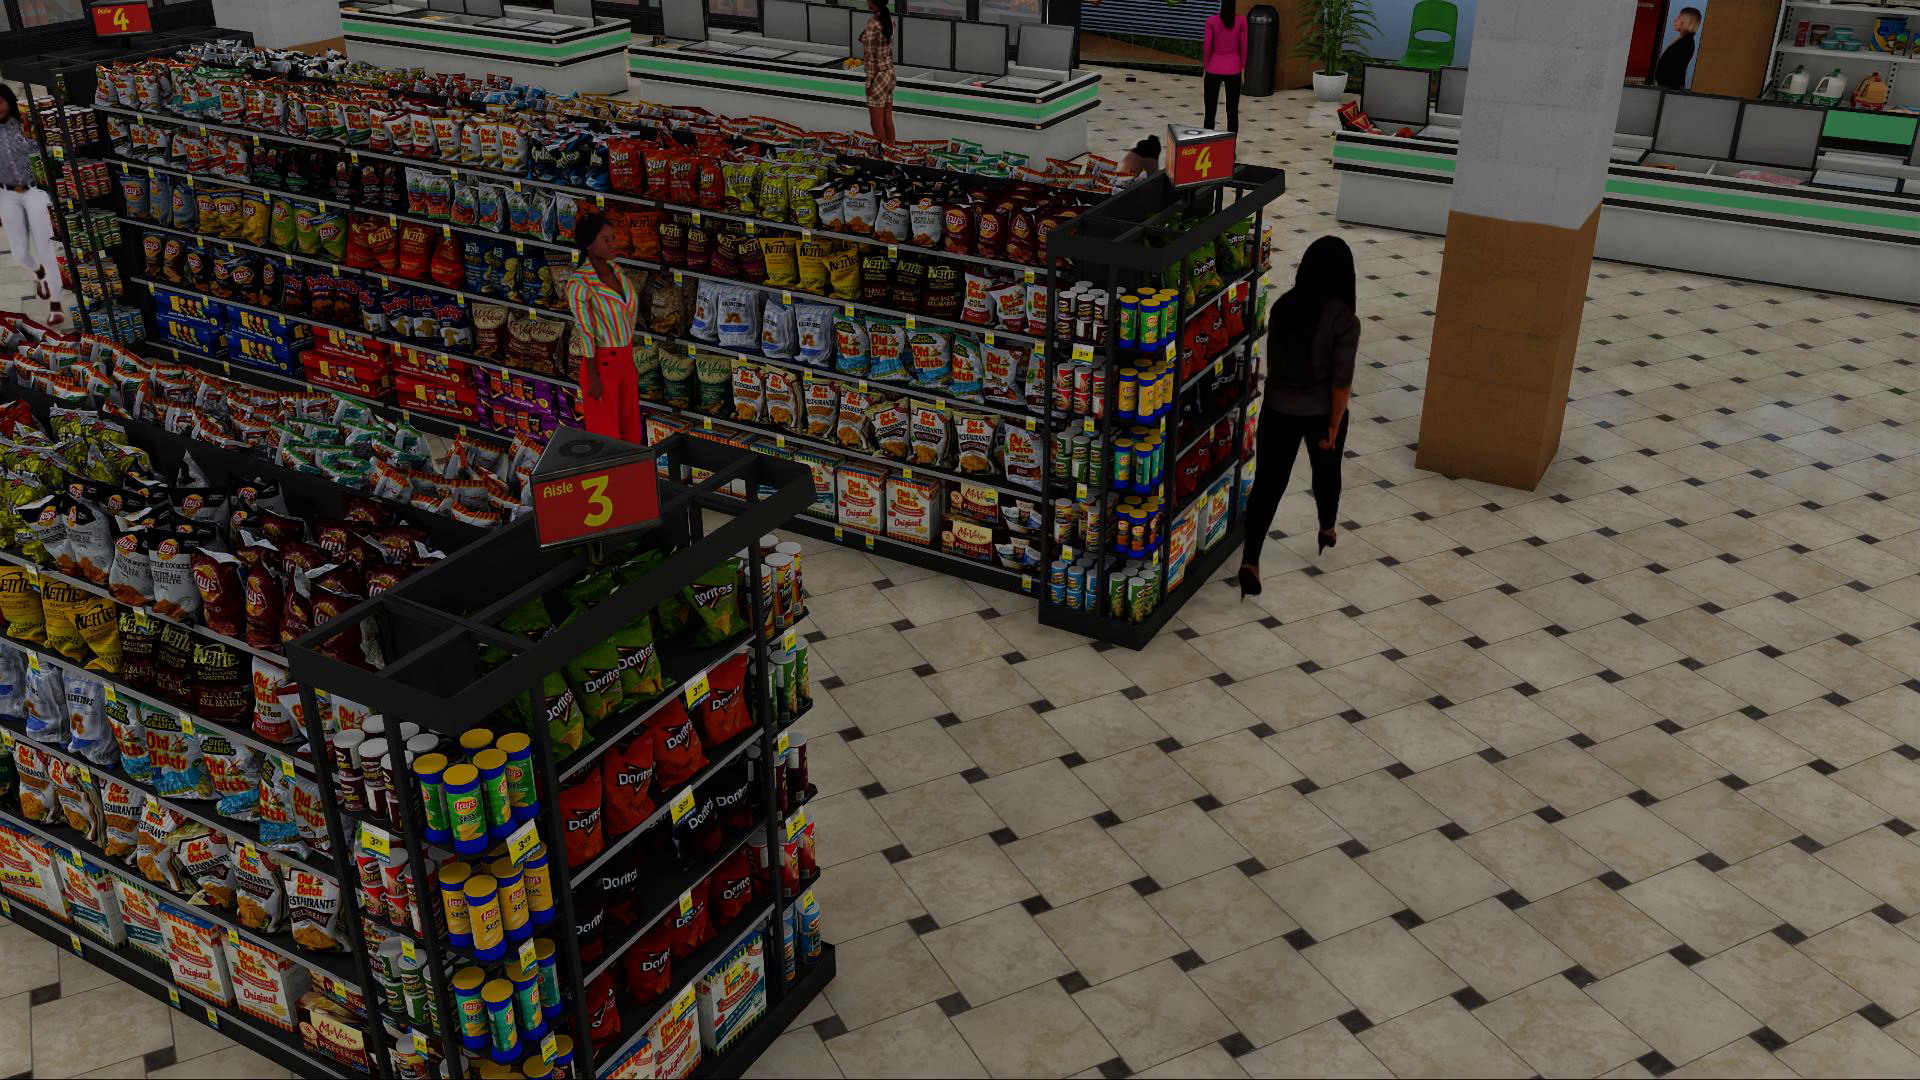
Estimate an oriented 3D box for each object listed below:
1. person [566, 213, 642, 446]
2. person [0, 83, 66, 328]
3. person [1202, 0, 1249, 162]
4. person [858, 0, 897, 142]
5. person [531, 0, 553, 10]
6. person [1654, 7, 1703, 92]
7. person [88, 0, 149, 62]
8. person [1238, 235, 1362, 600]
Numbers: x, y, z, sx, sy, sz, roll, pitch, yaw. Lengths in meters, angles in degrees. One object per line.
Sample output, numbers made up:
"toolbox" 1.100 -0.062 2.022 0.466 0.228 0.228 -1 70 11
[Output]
"person" -1.845 -0.842 8.741 0.568 1.793 0.620 10 29 19
"person" -6.692 -2.427 11.959 0.902 1.710 0.968 -7 28 -14
"person" 2.547 -4.502 16.063 0.647 1.699 0.738 1 27 3
"person" -0.739 -4.230 15.420 0.554 1.794 0.588 13 30 24
"person" -5.704 -7.691 22.288 0.549 1.755 0.588 20 33 34
"person" 6.414 -3.934 14.972 0.560 1.671 0.624 11 29 20
"person" -8.154 -4.655 16.226 0.594 1.824 0.686 16 31 28
"person" 1.626 -0.535 8.147 1.090 1.783 0.687 15 30 27
